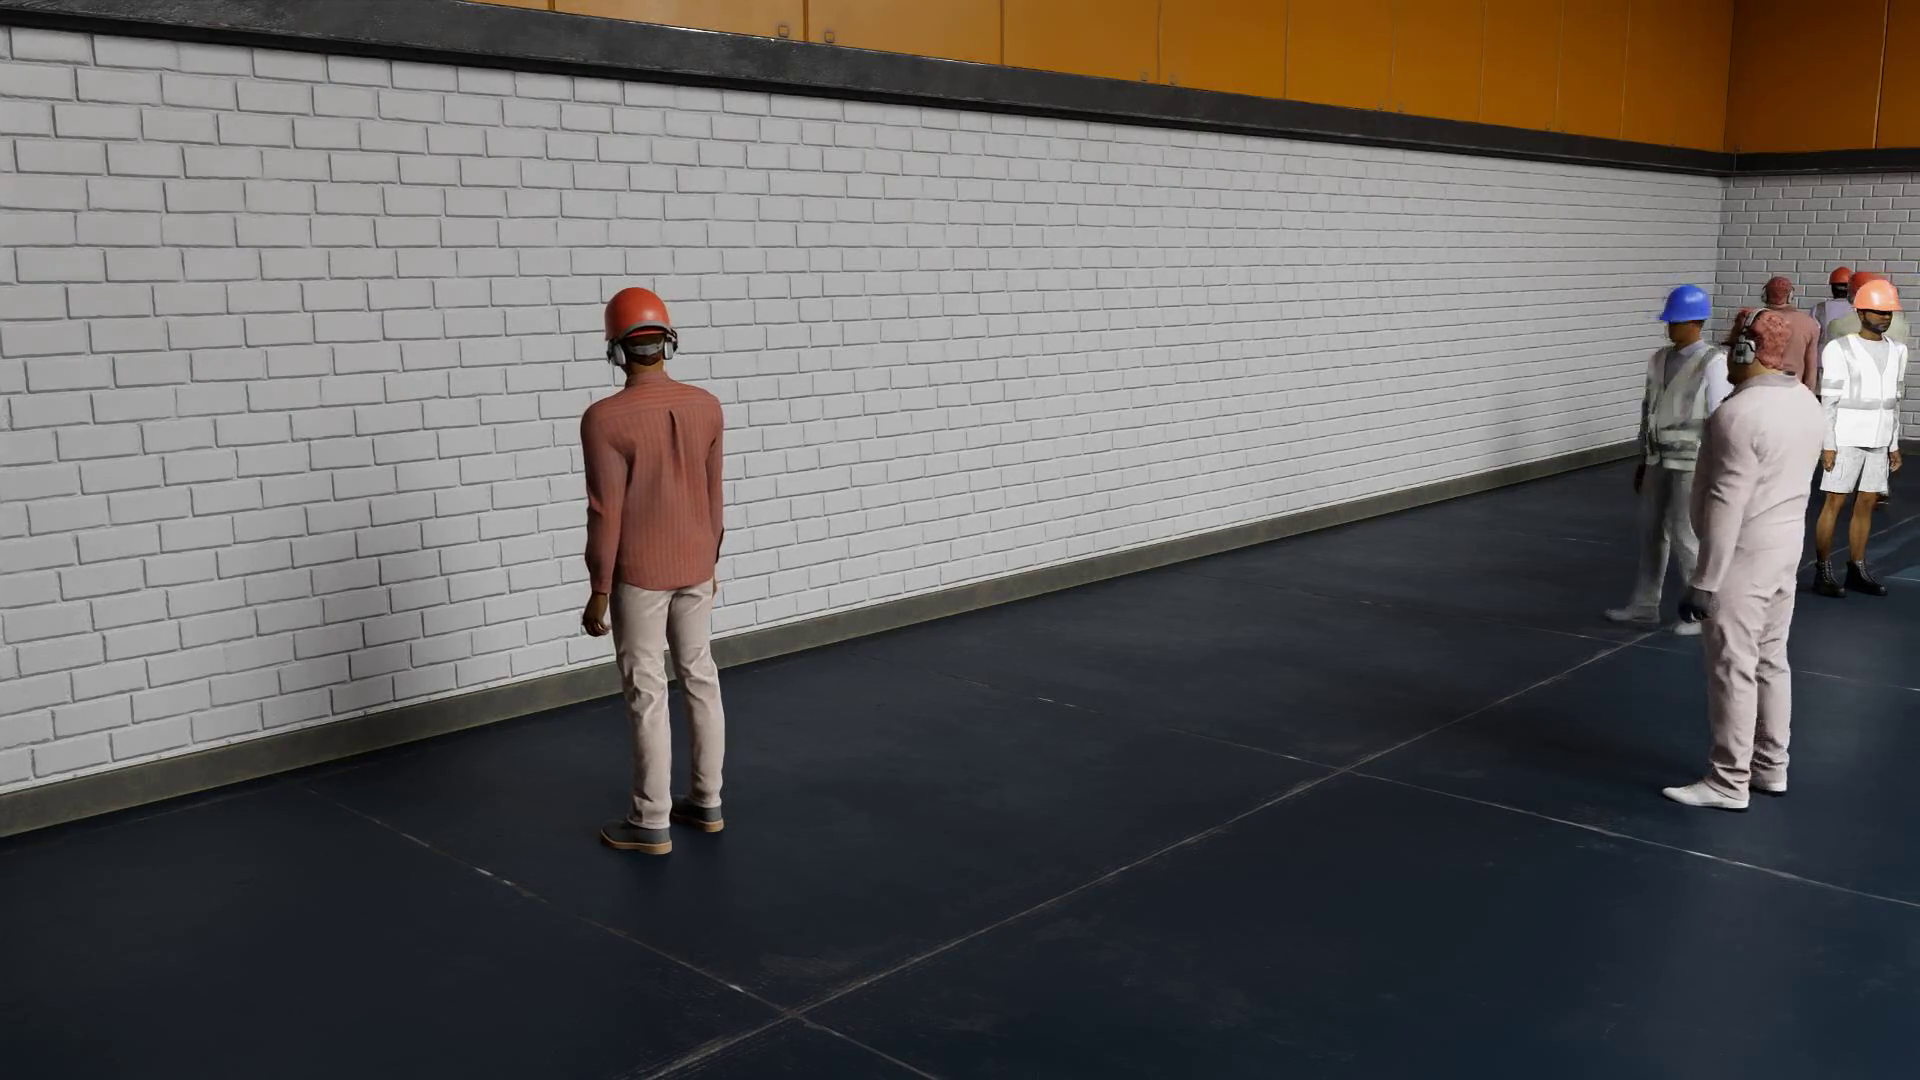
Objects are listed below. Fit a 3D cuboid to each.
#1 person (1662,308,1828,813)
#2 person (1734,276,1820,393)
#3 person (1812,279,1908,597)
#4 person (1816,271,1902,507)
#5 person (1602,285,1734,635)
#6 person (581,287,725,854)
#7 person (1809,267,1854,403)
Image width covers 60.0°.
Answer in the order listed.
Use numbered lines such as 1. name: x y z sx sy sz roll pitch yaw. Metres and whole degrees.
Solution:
1. person: 2.966 0.083 6.323 0.691 1.899 0.399 -8 13 -38
2. person: 6.499 -1.157 13.352 0.652 1.906 0.403 2 10 11
3. person: 5.516 -0.613 10.163 0.543 1.938 0.356 -2 10 -11
4. person: 7.532 -1.264 13.867 0.618 1.952 1.026 2 10 12
5. person: 3.961 -0.430 9.212 0.447 1.923 0.734 -3 10 -14
6. person: -1.087 0.112 5.886 0.392 1.990 0.612 8 13 39
7. person: 8.901 -1.800 16.930 0.552 1.934 0.363 4 11 21
